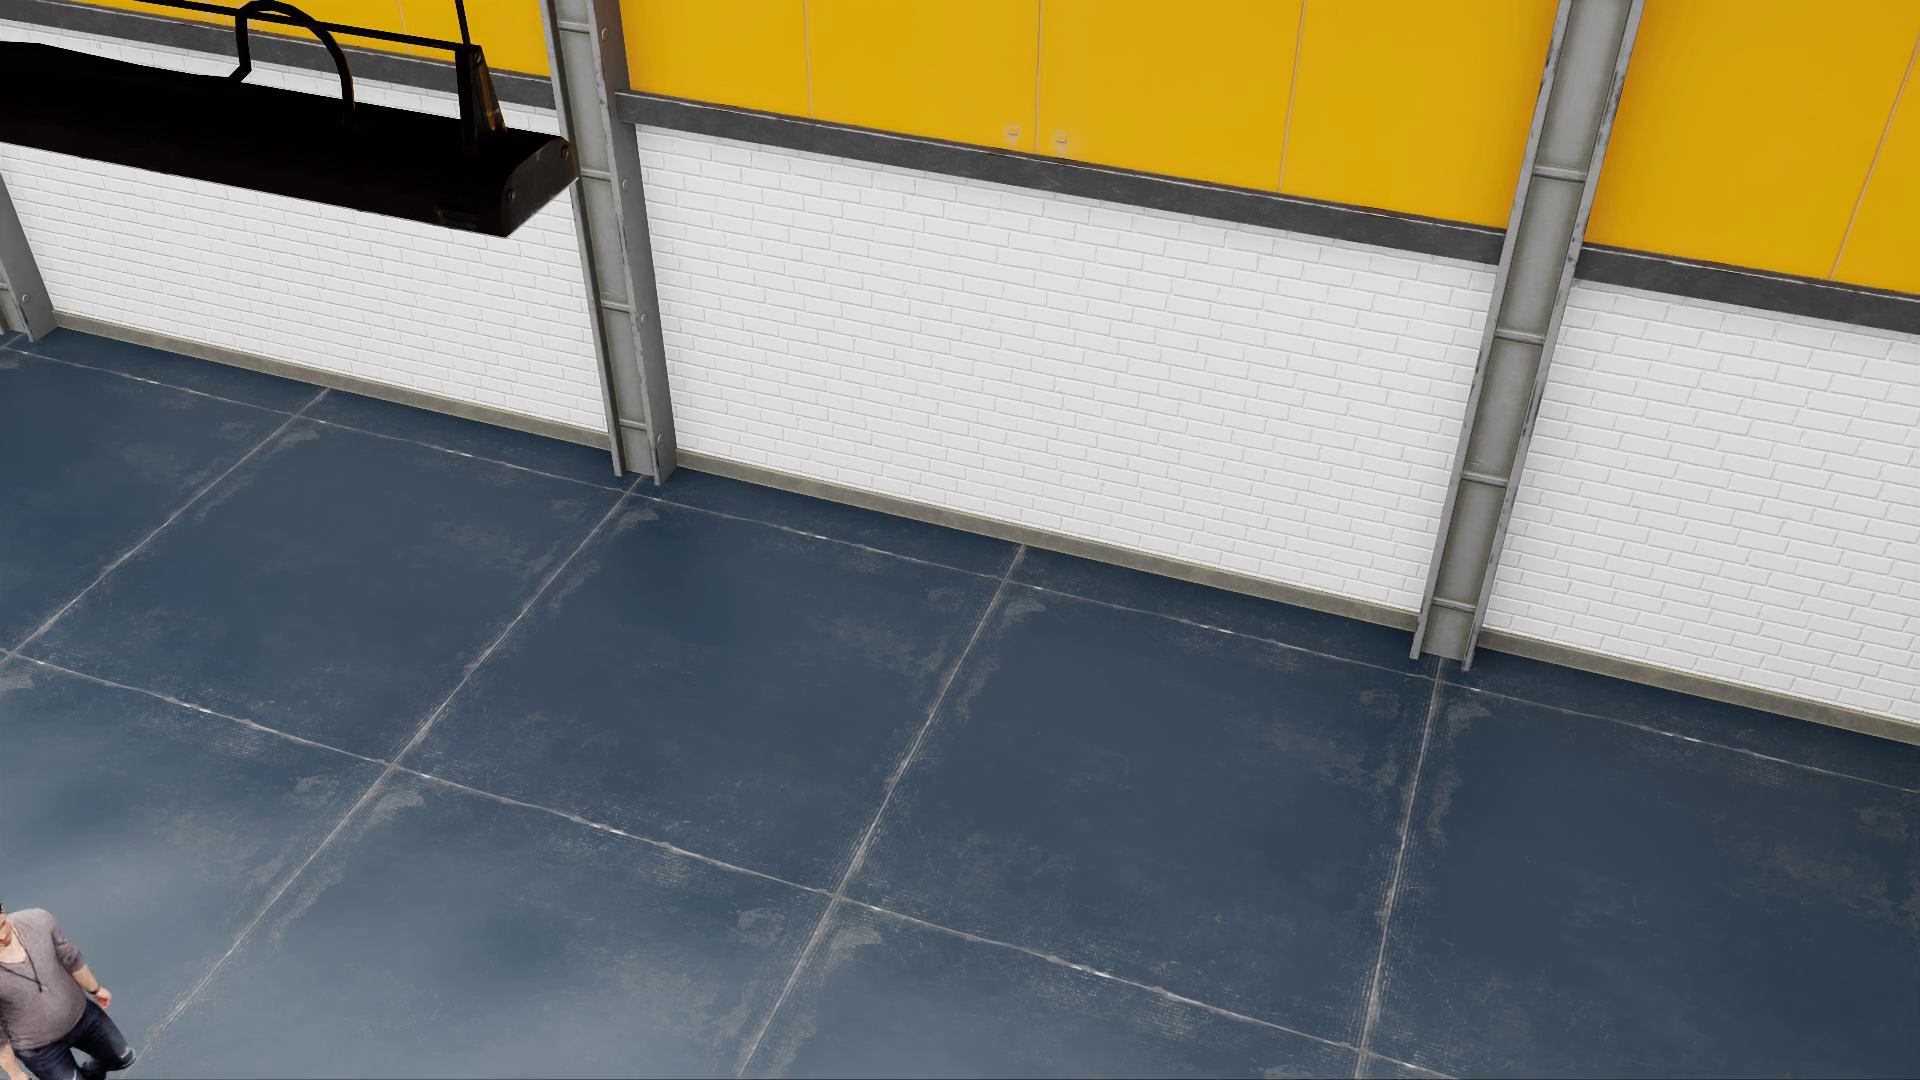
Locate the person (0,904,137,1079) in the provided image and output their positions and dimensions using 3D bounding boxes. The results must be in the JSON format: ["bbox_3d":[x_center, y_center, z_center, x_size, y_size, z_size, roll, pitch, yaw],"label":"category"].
[{"bbox_3d":[-4.283,2.232,7.757,0.828,1.895,0.766,18,42,21],"label":"person"}]
